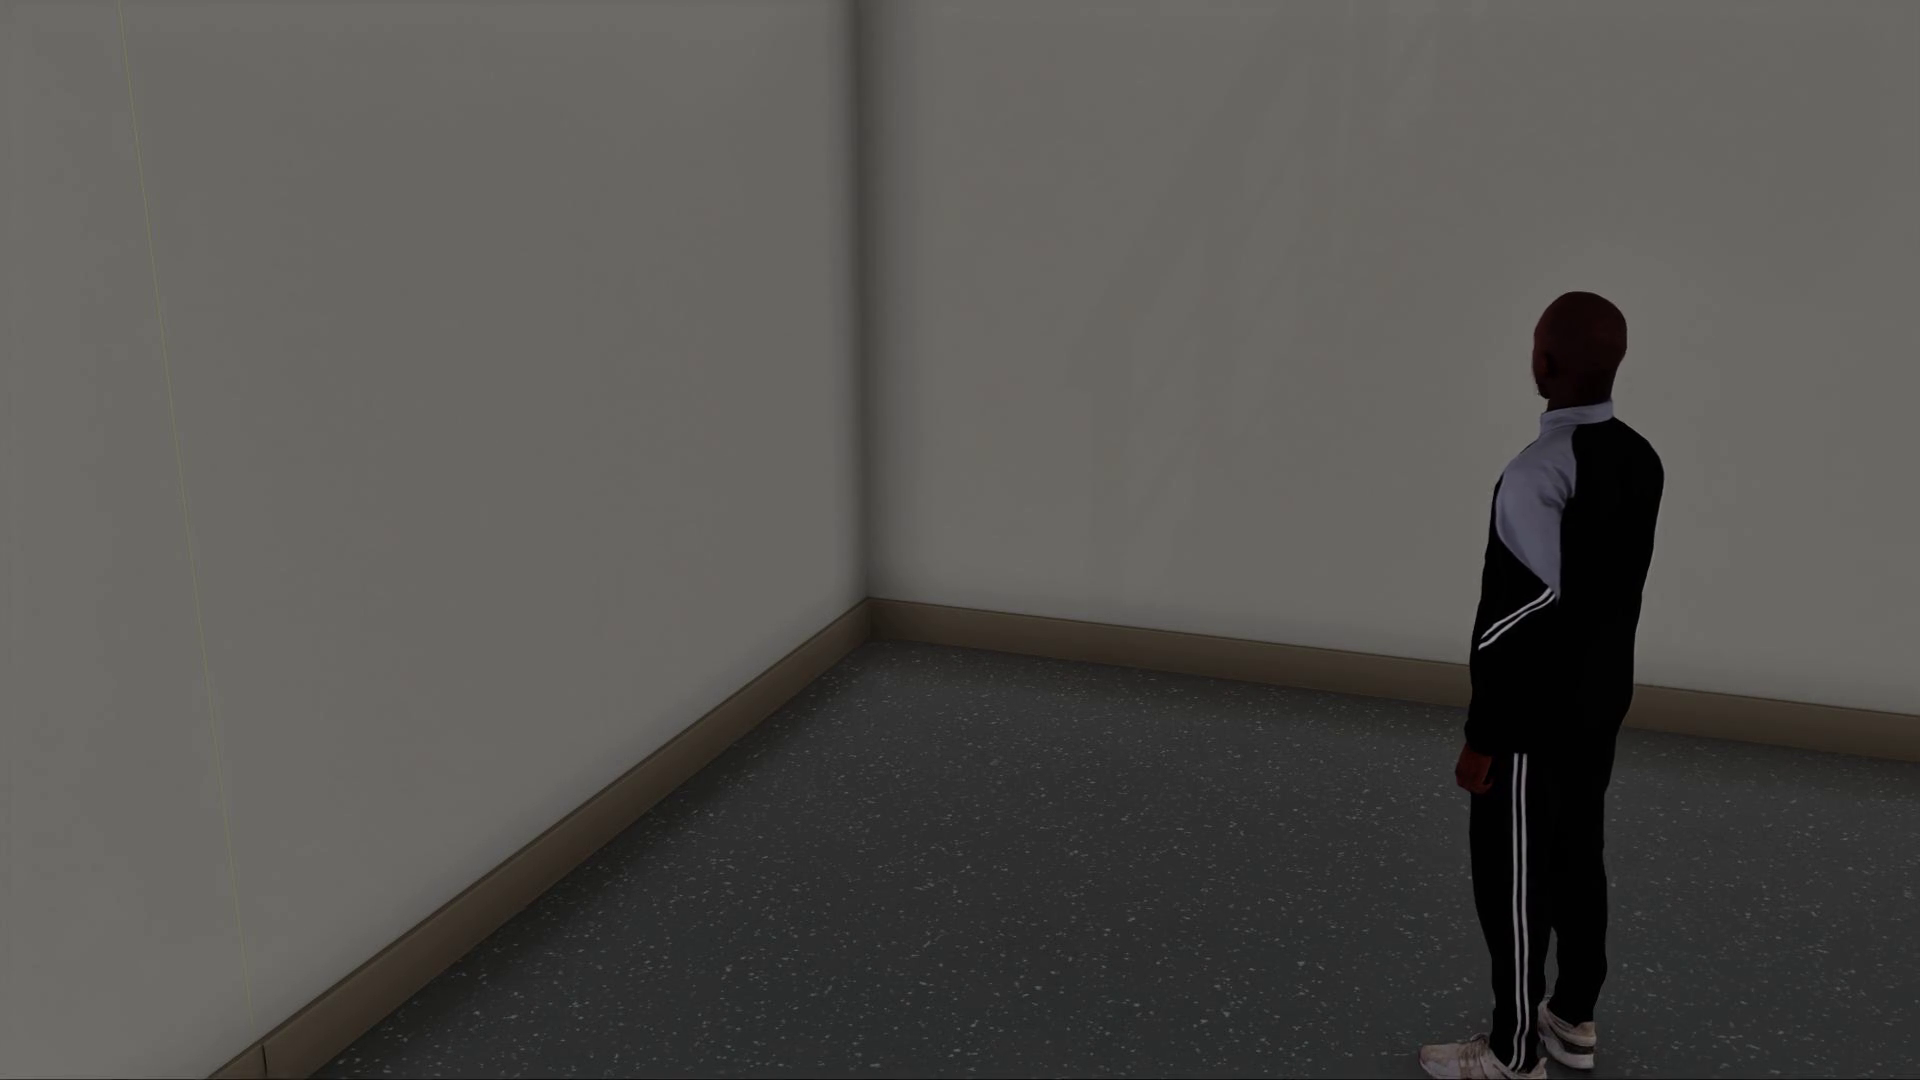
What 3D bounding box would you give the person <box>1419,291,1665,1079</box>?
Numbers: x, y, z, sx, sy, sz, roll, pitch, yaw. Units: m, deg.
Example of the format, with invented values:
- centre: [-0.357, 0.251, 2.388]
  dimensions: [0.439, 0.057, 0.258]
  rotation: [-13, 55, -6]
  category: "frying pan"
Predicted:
- centre: [1.309, 0.361, 3.661]
  dimensions: [0.681, 1.827, 0.798]
  rotation: [-12, 20, -36]
  category: "person"
